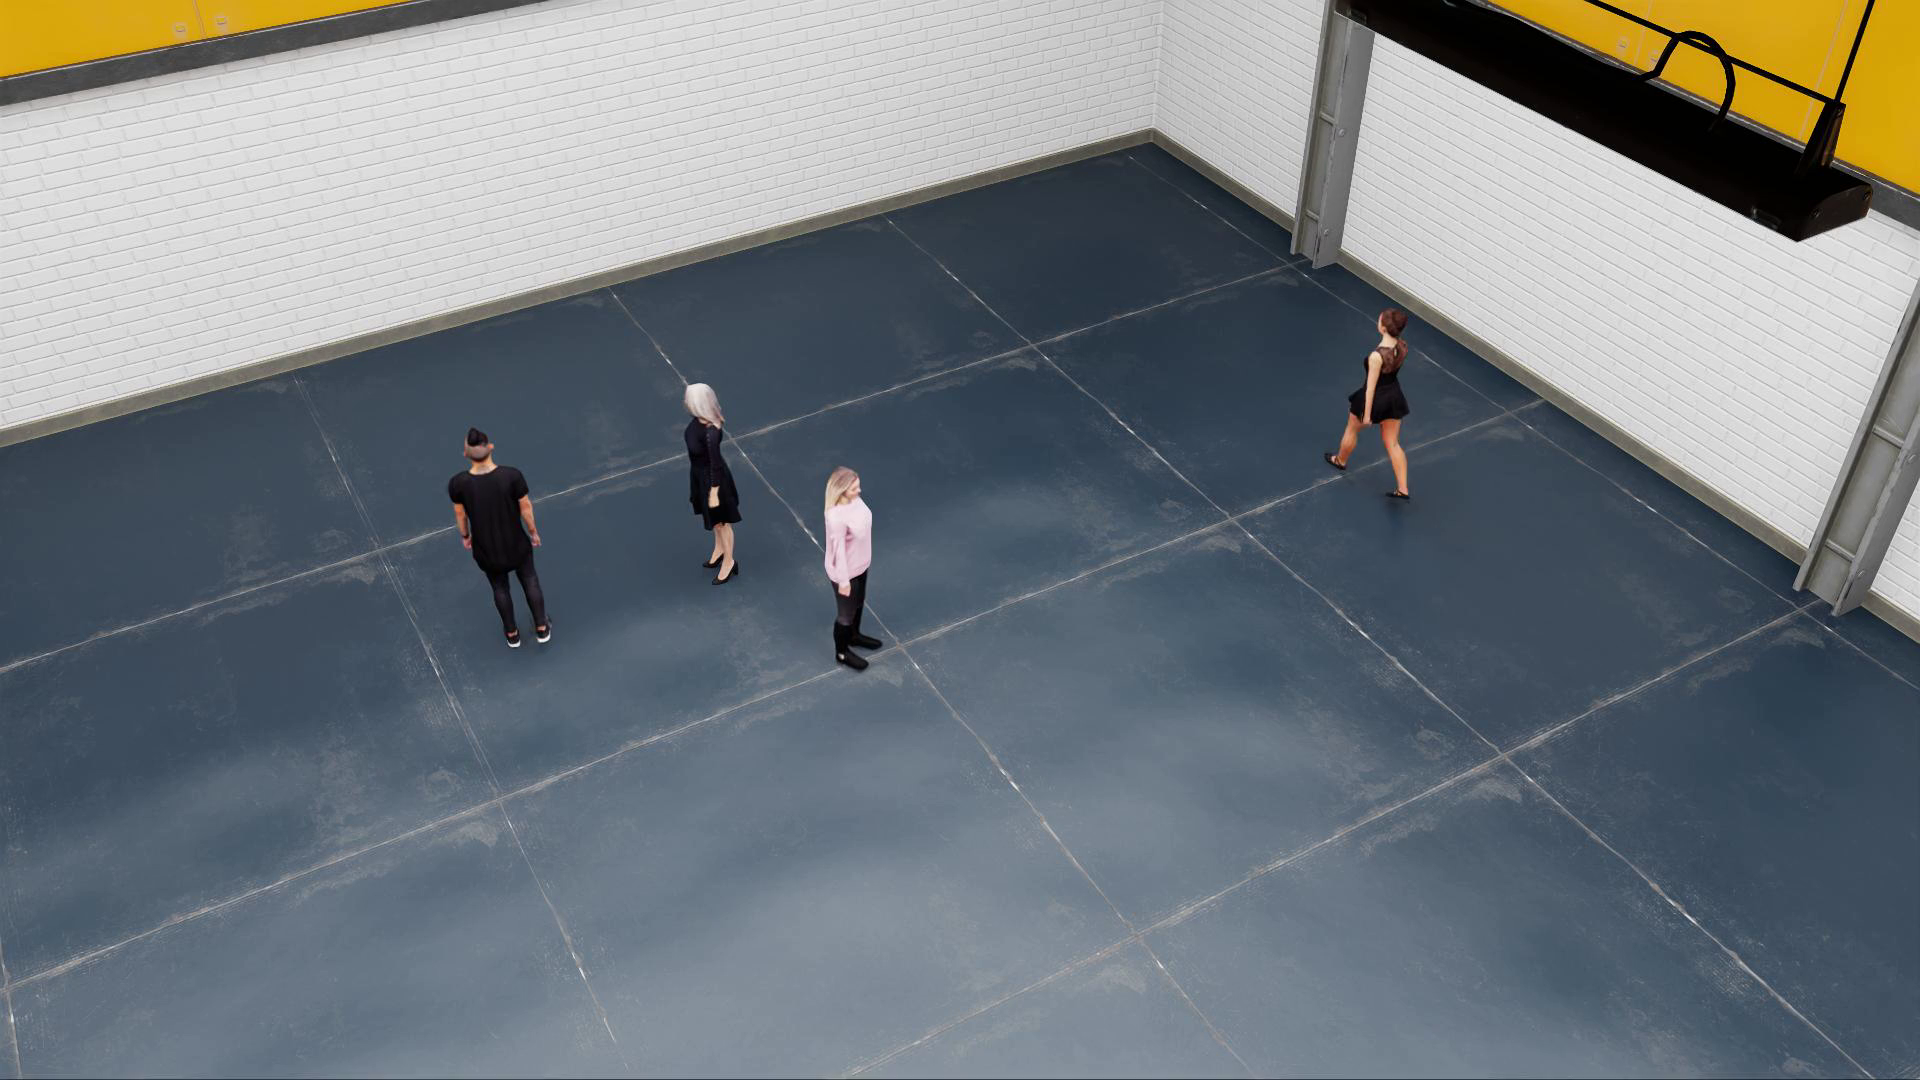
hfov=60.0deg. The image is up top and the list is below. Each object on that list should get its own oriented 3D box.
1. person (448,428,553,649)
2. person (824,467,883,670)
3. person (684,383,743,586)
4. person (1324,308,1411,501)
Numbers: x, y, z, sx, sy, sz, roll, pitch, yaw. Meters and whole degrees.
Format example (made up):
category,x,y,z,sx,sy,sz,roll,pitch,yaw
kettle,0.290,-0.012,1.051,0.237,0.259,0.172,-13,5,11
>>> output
category,x,y,z,sx,sy,sz,roll,pitch,yaw
person,-3.202,-0.018,11.567,0.758,1.864,0.716,-7,39,-8
person,-0.788,0.171,11.475,0.750,1.683,0.692,10,40,12
person,-1.818,-0.423,12.168,0.701,1.747,0.564,-12,40,-14
person,3.352,-1.032,13.021,0.594,1.634,1.122,-22,43,-25
